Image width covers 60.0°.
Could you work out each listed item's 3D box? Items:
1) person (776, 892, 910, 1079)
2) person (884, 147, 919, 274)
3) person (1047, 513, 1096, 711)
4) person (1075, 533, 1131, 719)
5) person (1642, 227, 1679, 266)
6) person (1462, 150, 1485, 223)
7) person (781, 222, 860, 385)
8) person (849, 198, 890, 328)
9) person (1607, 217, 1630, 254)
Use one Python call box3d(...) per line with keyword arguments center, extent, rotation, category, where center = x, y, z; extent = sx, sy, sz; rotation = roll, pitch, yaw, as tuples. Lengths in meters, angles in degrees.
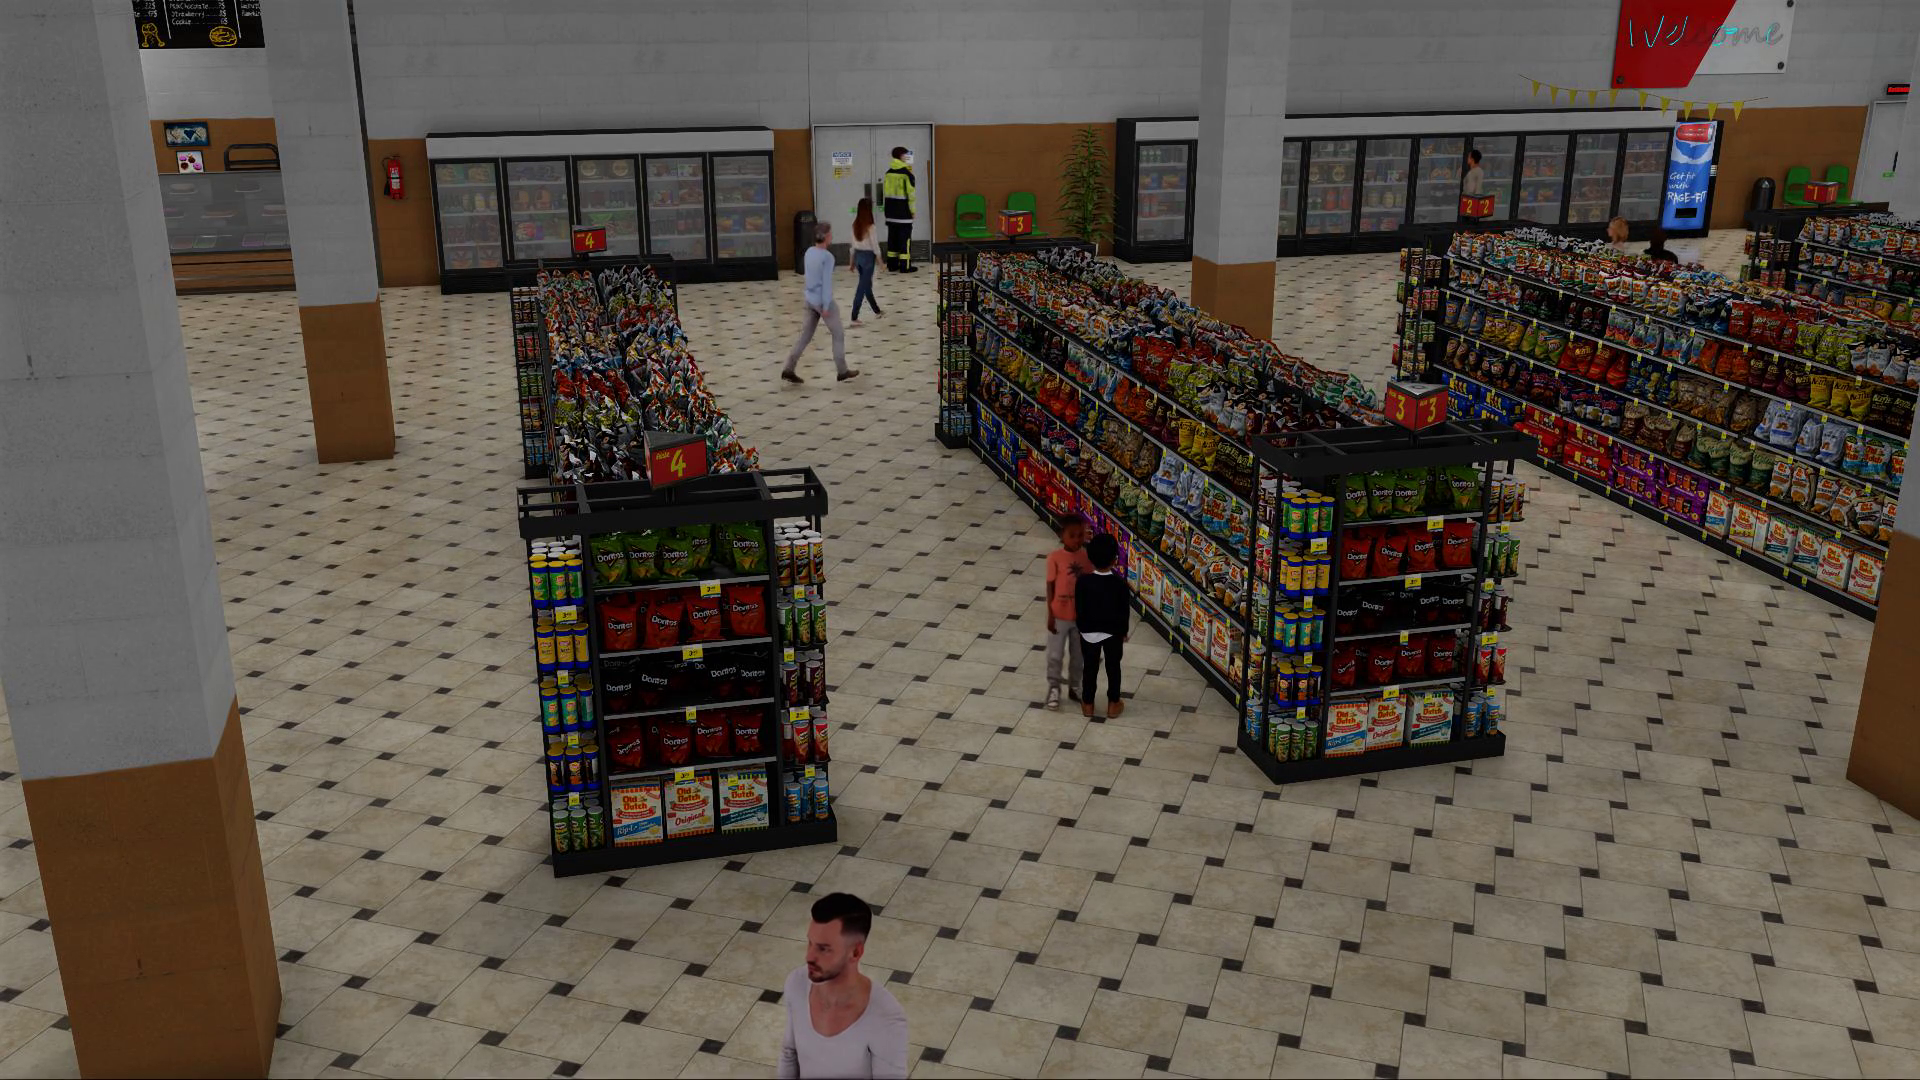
box3d(center=(-0.390, 1.954, 5.396), extent=(0.721, 1.841, 0.815), rotation=(14, 23, 36), category="person")
box3d(center=(-0.970, -5.311, 26.723), extent=(0.812, 1.980, 0.929), rotation=(16, 24, 39), category="person")
box3d(center=(0.700, 0.453, 10.688), extent=(0.511, 1.303, 0.500), rotation=(-4, 19, -11), category="person")
box3d(center=(0.903, 0.541, 10.546), extent=(0.582, 1.227, 0.612), rotation=(3, 19, 9), category="person")
box3d(center=(8.006, -2.687, 19.196), extent=(0.706, 1.817, 0.678), rotation=(-4, 19, -11), category="person")
box3d(center=(8.607, -5.641, 27.966), extent=(0.776, 1.811, 0.732), rotation=(12, 22, 32), category="person")
box3d(center=(-1.696, -2.672, 19.100), extent=(1.122, 1.851, 1.267), rotation=(-17, 25, -41), category="person")
box3d(center=(-1.358, -3.720, 22.449), extent=(0.982, 1.696, 1.054), rotation=(-18, 25, -42), category="person")
box3d(center=(8.384, -3.261, 21.178), extent=(1.048, 1.639, 1.061), rotation=(8, 20, 22), category="person")
